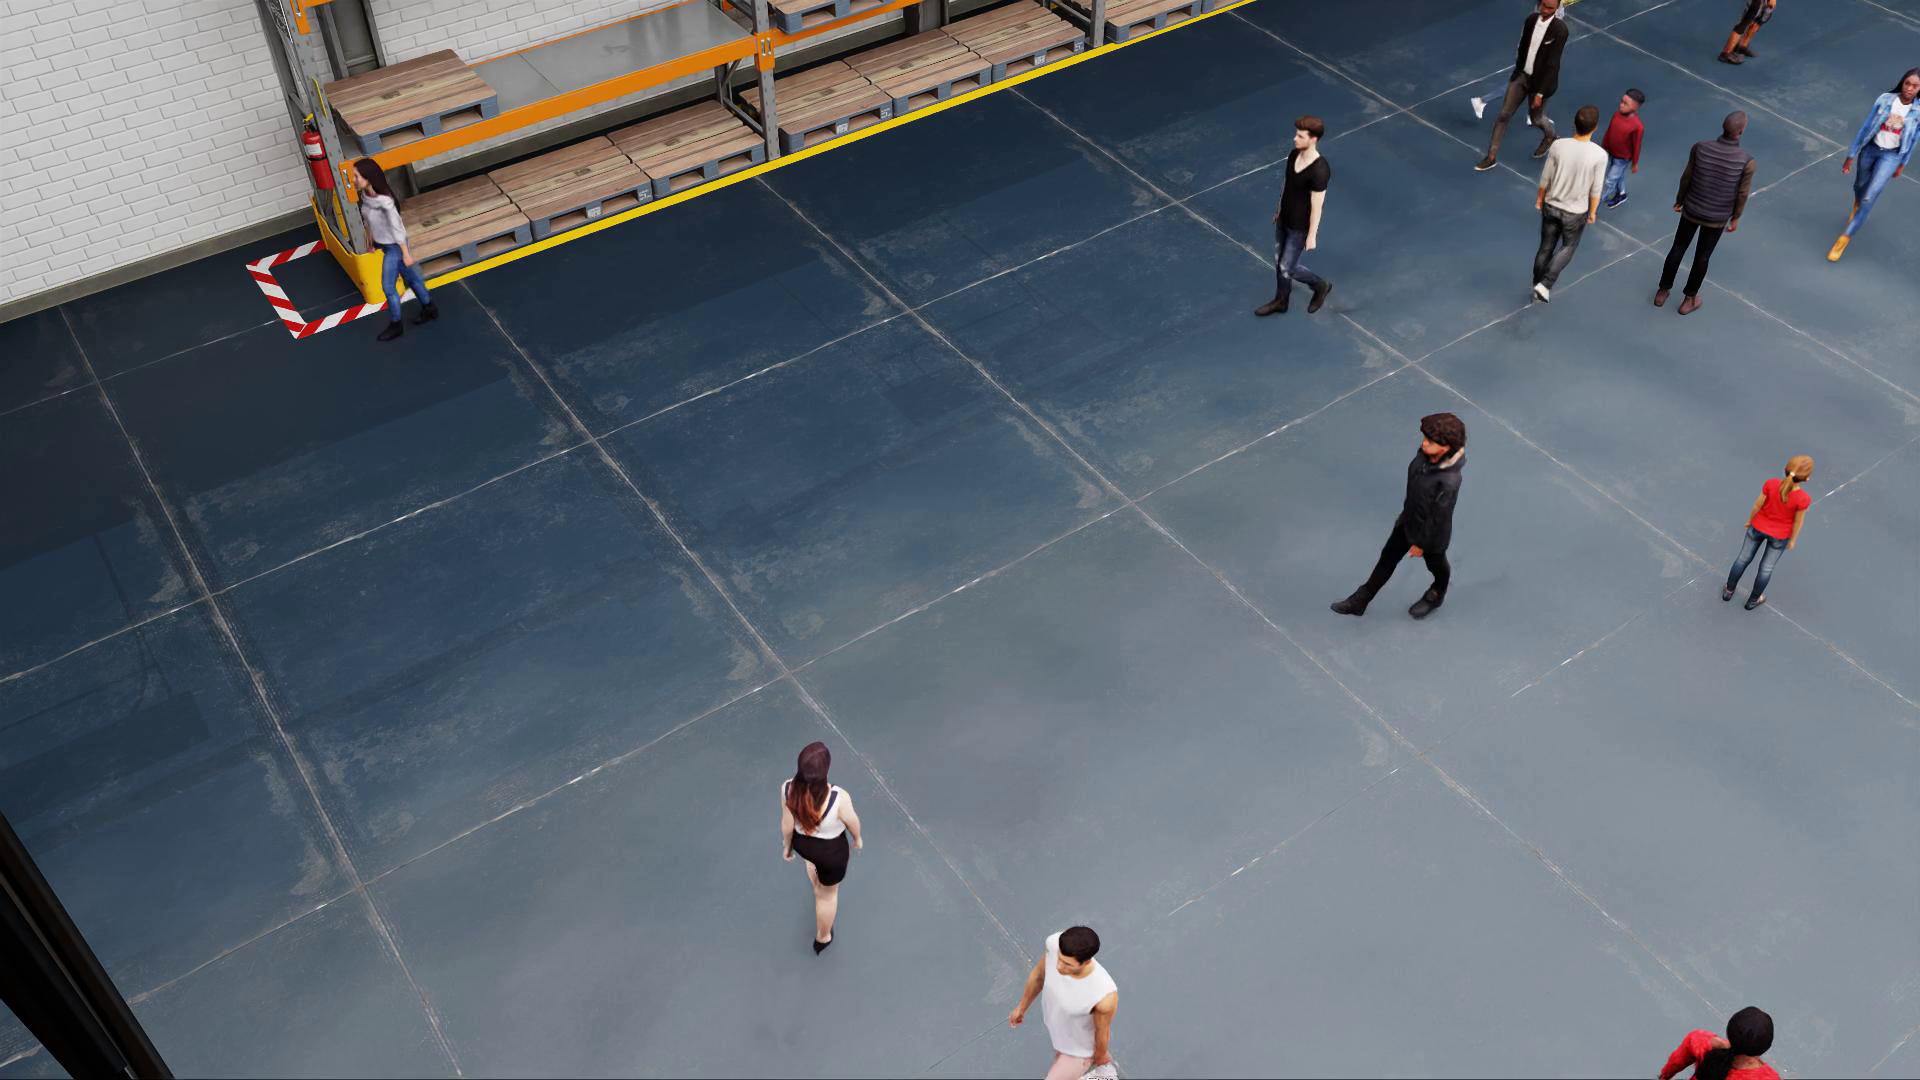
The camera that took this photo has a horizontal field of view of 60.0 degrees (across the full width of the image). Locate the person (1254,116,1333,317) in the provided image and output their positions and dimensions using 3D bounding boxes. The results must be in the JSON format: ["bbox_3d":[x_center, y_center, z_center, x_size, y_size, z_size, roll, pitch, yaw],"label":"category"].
[{"bbox_3d":[2.849,-2.624,13.630,0.956,1.883,0.827,-11,45,-12],"label":"person"}]

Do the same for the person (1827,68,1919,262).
[{"bbox_3d":[8.048,-3.357,14.555,0.862,1.669,1.267,28,50,26],"label":"person"}]

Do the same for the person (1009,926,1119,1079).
[{"bbox_3d":[0.643,2.431,8.433,1.125,1.733,0.718,-20,47,-20],"label":"person"}]

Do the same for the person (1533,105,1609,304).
[{"bbox_3d":[4.998,-2.724,13.792,0.821,1.804,0.888,25,49,24],"label":"person"}]

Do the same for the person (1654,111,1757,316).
[{"bbox_3d":[6.163,-2.712,13.757,0.754,1.835,0.674,30,51,28],"label":"person"}]

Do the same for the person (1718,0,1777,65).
[{"bbox_3d":[8.100,-5.658,16.980,0.765,1.656,0.691,16,46,16],"label":"person"}]

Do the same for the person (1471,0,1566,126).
[{"bbox_3d":[5.460,-4.740,15.982,1.142,1.704,1.053,5,44,6],"label":"person"}]

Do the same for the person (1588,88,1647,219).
[{"bbox_3d":[6.029,-3.517,15.034,0.937,1.240,0.658,-20,47,-20],"label":"person"}]

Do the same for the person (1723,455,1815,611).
[{"bbox_3d":[5.531,-0.062,11.357,0.537,1.310,0.550,31,52,28],"label":"person"}]

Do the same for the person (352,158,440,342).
[{"bbox_3d":[-4.566,-2.428,13.626,0.793,1.607,0.637,-27,50,-26],"label":"person"}]

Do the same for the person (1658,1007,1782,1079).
[{"bbox_3d":[3.475,2.869,7.976,0.886,1.730,1.238,27,50,26],"label":"person"}]

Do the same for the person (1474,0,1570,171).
[{"bbox_3d":[5.385,-4.258,15.432,1.133,1.765,0.648,-27,50,-26],"label":"person"}]

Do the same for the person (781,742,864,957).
[{"bbox_3d":[-0.798,1.771,9.200,0.786,1.631,0.849,8,44,8],"label":"person"}]

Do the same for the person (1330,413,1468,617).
[{"bbox_3d":[3.183,-0.122,11.116,1.158,1.730,0.837,-13,45,-14],"label":"person"}]
